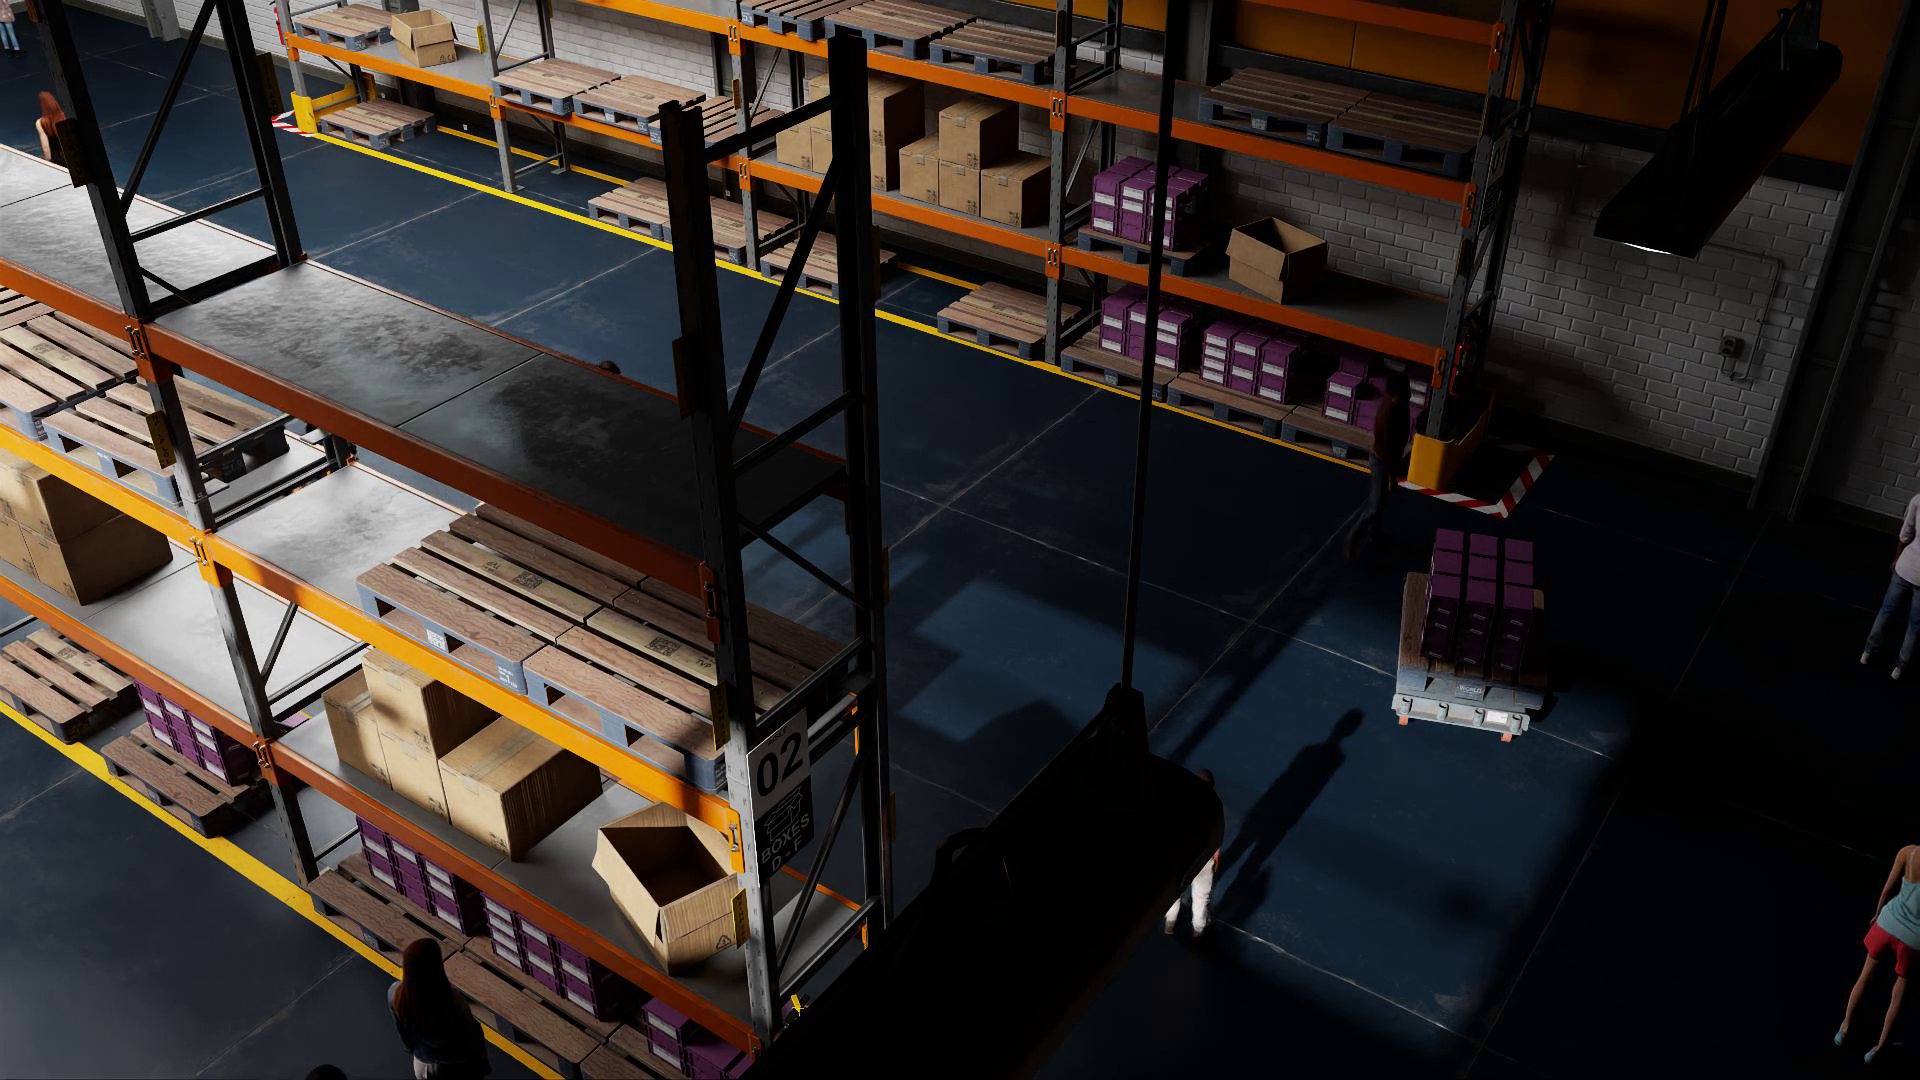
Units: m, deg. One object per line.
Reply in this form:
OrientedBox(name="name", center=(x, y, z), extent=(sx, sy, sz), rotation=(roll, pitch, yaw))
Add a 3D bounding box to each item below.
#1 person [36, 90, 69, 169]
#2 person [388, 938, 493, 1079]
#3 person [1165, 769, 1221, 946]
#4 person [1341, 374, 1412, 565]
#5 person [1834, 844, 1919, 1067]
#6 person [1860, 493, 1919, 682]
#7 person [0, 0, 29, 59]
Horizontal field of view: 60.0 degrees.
OrientedBox(name="person", center=(-10.328, -4.353, 19.220), extent=(0.604, 1.726, 0.569), rotation=(-27, 42, -34))
OrientedBox(name="person", center=(-2.665, 2.711, 8.614), extent=(0.614, 1.703, 0.747), rotation=(5, 34, 7))
OrientedBox(name="person", center=(1.419, 1.928, 10.147), extent=(0.449, 1.308, 0.571), rotation=(15, 36, 21))
OrientedBox(name="person", center=(3.483, -0.654, 13.634), extent=(0.764, 1.749, 0.855), rotation=(2, 34, 2))
OrientedBox(name="person", center=(5.300, 2.222, 9.293), extent=(0.717, 1.765, 0.616), rotation=(-21, 39, -28))
OrientedBox(name="person", center=(7.113, 0.207, 12.279), extent=(0.786, 1.816, 0.661), rotation=(-18, 38, -25))
OrientedBox(name="person", center=(-14.380, -7.860, 24.976), extent=(0.526, 1.194, 0.617), rotation=(3, 34, 5))
